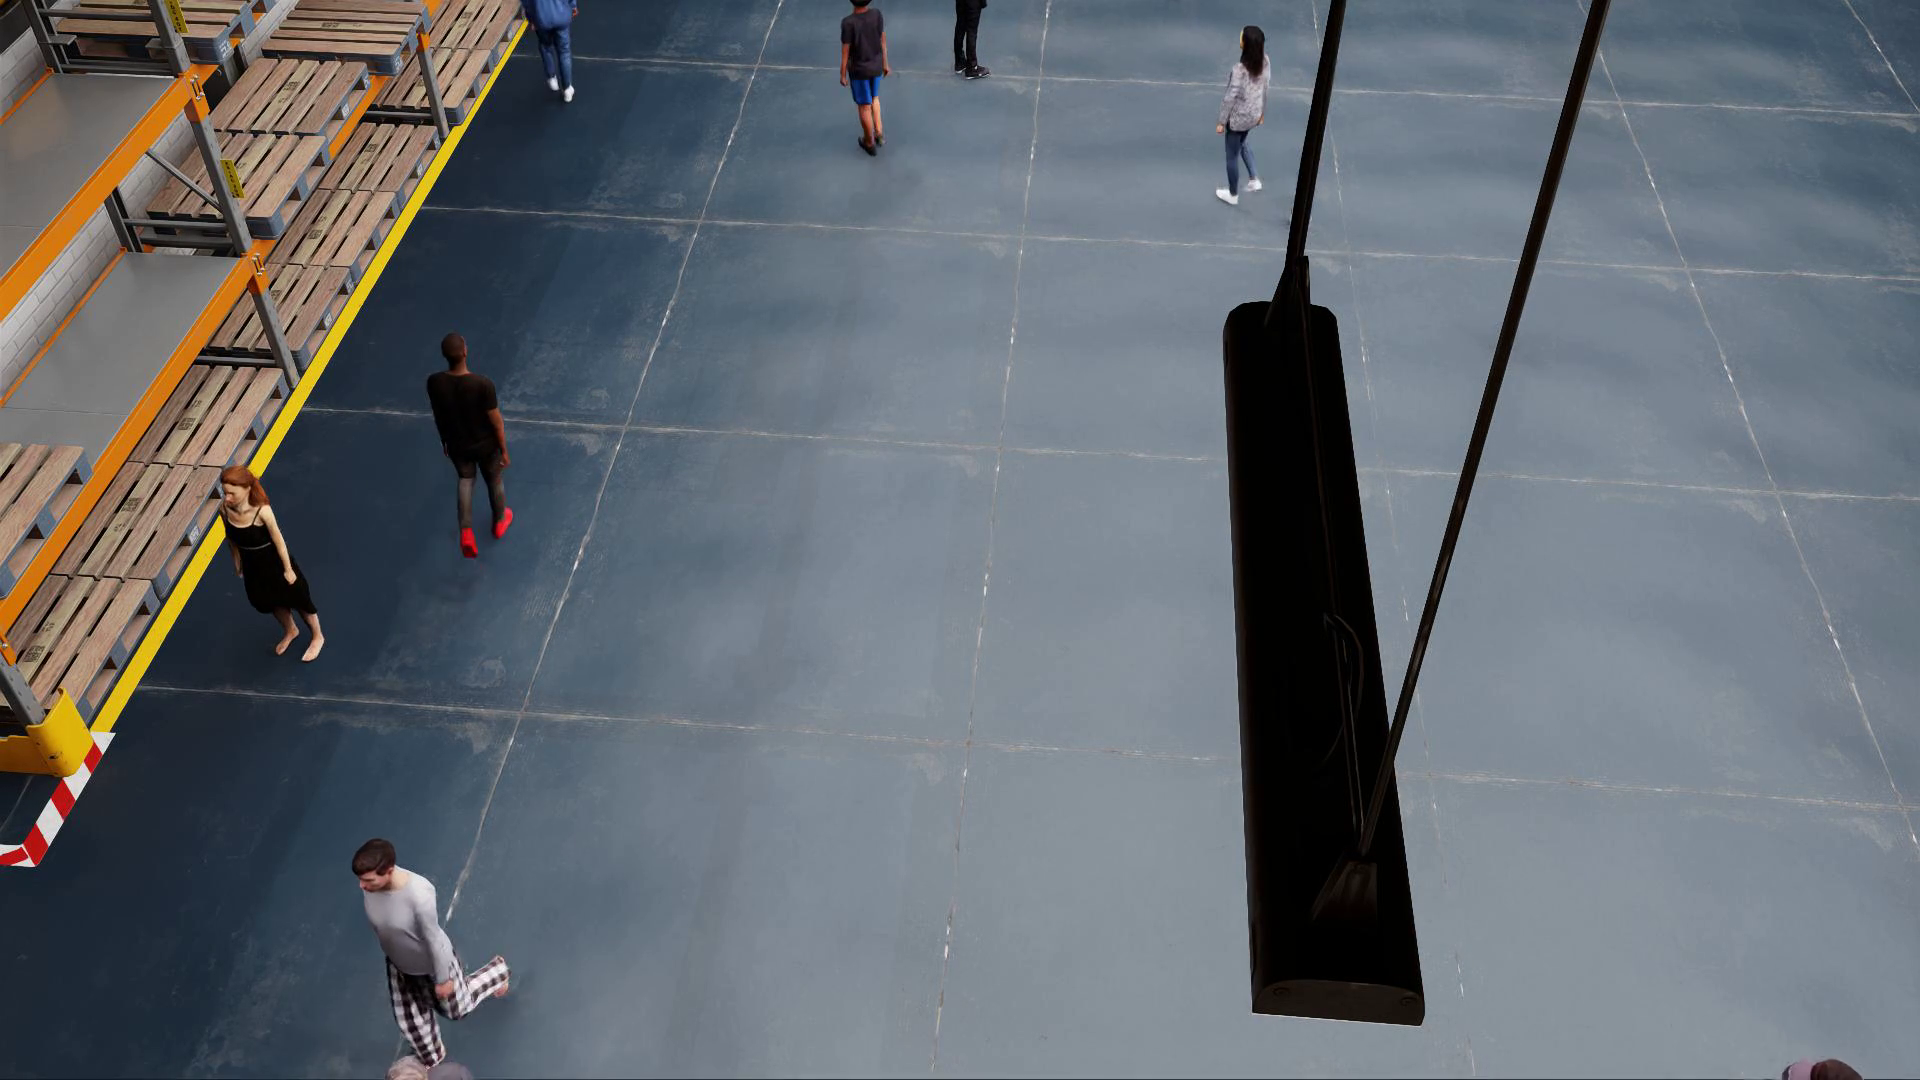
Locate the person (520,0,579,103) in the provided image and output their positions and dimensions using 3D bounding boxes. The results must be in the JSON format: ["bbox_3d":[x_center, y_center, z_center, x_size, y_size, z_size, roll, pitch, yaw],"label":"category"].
[{"bbox_3d":[-4.055,-5.187,16.481,0.737,1.795,0.739,-4,44,-4],"label":"person"}]

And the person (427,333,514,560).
[{"bbox_3d":[-3.449,-0.618,11.689,0.698,1.790,0.938,0,44,0],"label":"person"}]

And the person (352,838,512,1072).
[{"bbox_3d":[-2.793,2.137,8.770,0.808,1.827,1.085,16,46,16],"label":"person"}]

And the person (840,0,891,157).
[{"bbox_3d":[-0.845,-4.427,15.688,0.760,1.788,0.807,-25,49,-24],"label":"person"}]

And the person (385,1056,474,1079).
[{"bbox_3d":[-2.489,2.900,7.970,0.859,1.826,0.862,-19,47,-19],"label":"person"}]

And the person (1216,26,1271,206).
[{"bbox_3d":[2.629,-3.802,15.083,0.773,1.719,0.833,-31,52,-28],"label":"person"}]

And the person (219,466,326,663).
[{"bbox_3d":[-4.571,0.136,11.018,0.603,1.624,0.608,10,45,10],"label":"person"}]

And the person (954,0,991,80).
[{"bbox_3d":[0.087,-5.566,16.878,0.750,1.797,0.674,-26,50,-25],"label":"person"}]
